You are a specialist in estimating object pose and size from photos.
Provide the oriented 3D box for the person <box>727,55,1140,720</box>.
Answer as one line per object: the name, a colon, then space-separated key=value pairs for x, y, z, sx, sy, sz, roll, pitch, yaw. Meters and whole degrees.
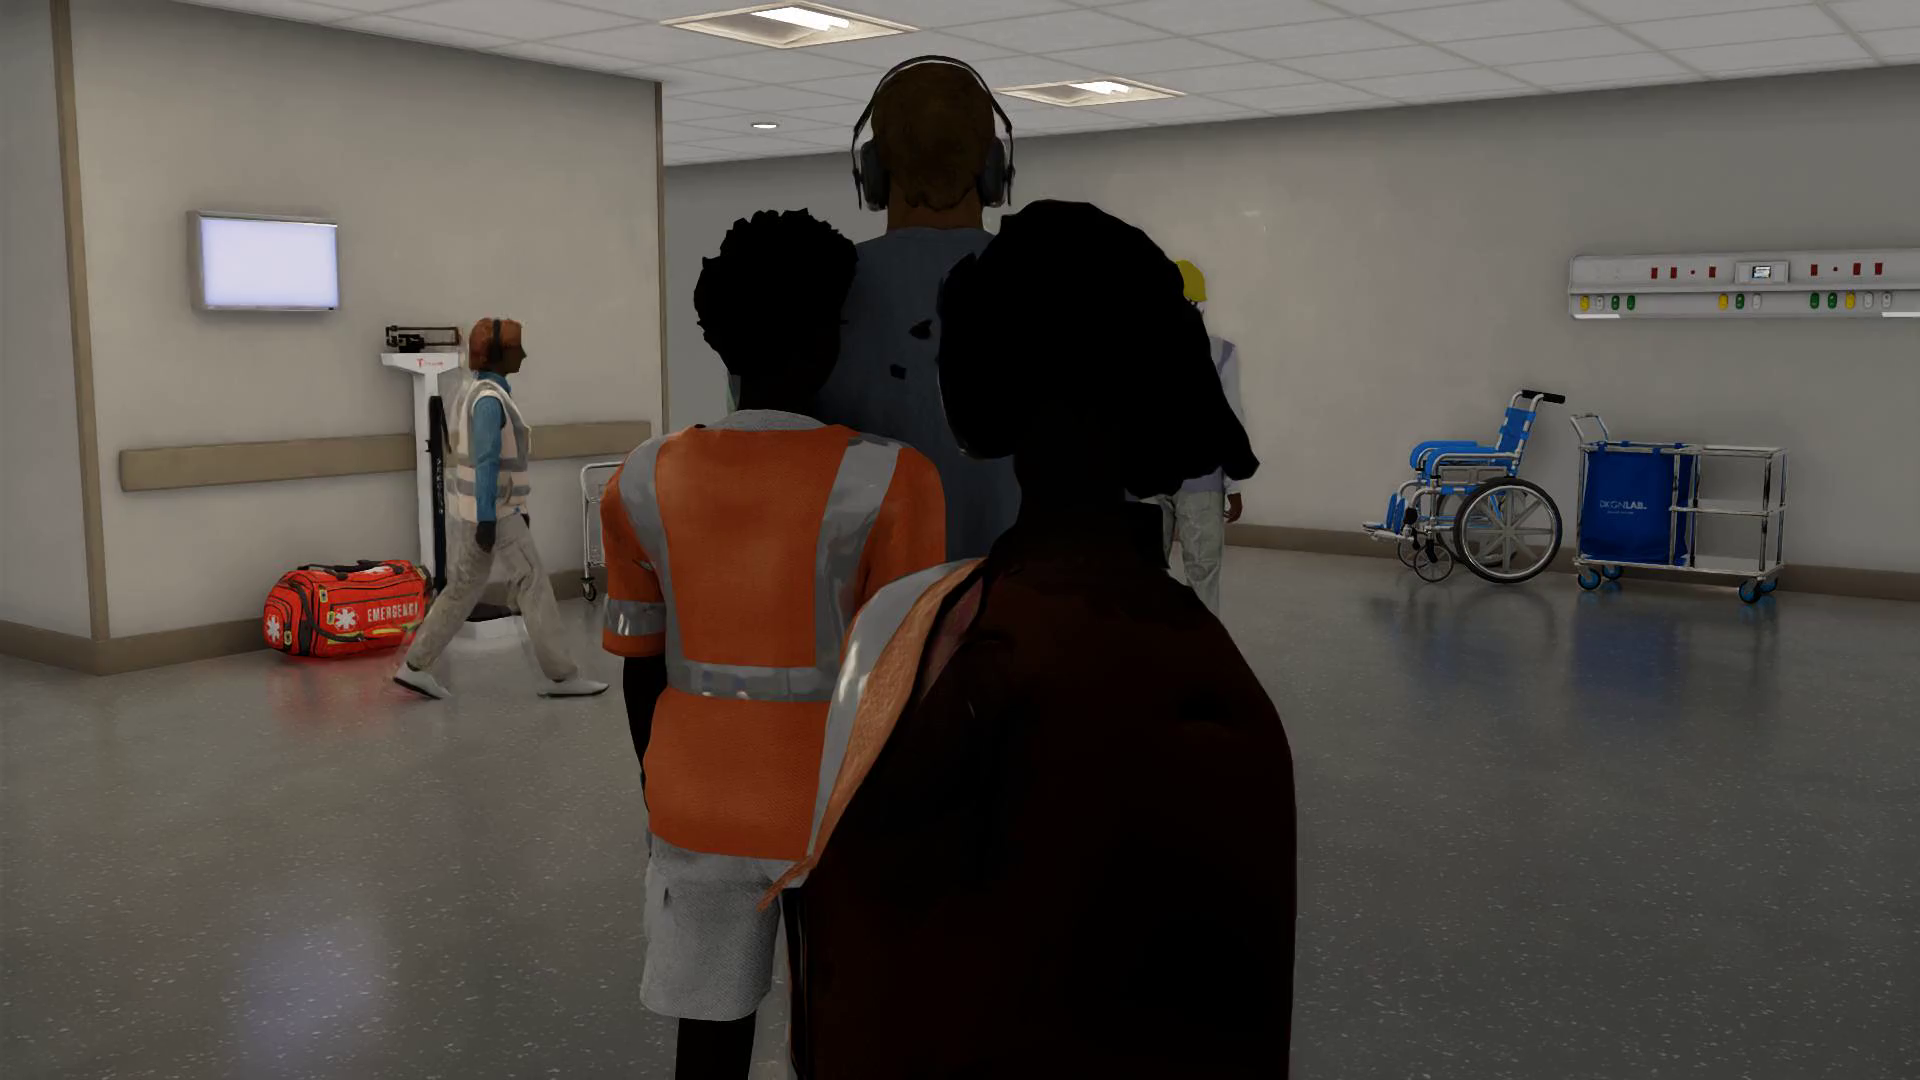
person: x=-0.028 y=0.254 z=2.520 sx=0.635 sy=1.936 sz=0.352 roll=-2 pitch=7 yaw=-14

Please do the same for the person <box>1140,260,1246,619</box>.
person: x=0.921 y=-0.255 z=7.026 sx=0.586 sy=1.835 sz=0.404 roll=3 pitch=8 yaw=22

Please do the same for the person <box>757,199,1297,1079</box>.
person: x=0.062 y=0.585 z=1.051 sx=0.308 sy=1.640 sz=0.511 roll=-5 pitch=9 yaw=-38

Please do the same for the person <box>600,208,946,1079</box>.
person: x=-0.241 y=0.396 z=2.337 sx=0.535 sy=1.697 sz=0.318 roll=3 pitch=8 yaw=19

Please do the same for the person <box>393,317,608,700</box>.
person: x=-1.957 y=-0.123 z=6.896 sx=0.848 sy=1.598 sz=0.526 roll=-2 pitch=7 yaw=-18
